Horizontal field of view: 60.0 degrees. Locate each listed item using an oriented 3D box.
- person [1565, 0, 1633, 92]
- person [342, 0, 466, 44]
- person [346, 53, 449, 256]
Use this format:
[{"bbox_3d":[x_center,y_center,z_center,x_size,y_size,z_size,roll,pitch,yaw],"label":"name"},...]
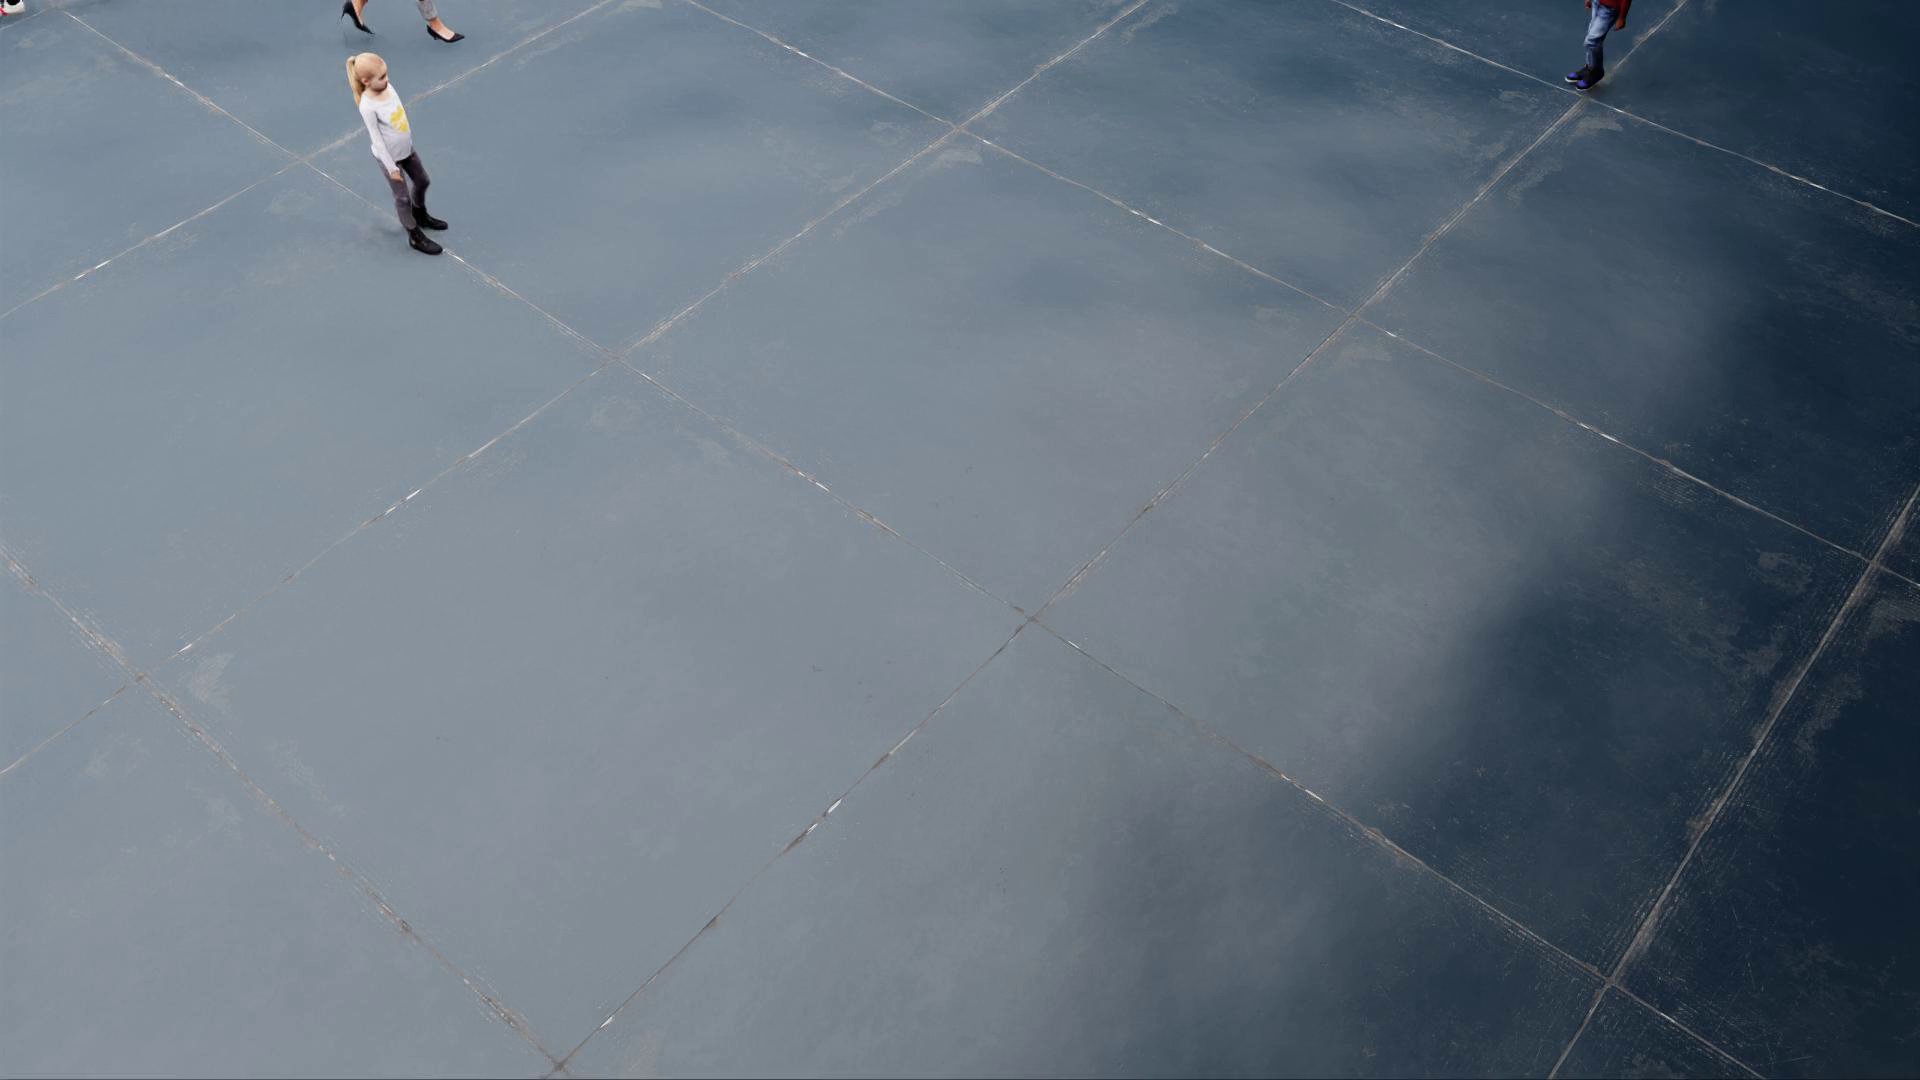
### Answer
[{"bbox_3d":[4.299,-3.533,10.866,0.641,1.244,0.596,-9,48,-9],"label":"person"},{"bbox_3d":[-3.903,-4.052,11.073,1.095,1.644,1.074,-1,47,-1],"label":"person"},{"bbox_3d":[-3.322,-2.256,9.663,0.663,1.277,0.588,14,49,12],"label":"person"}]
